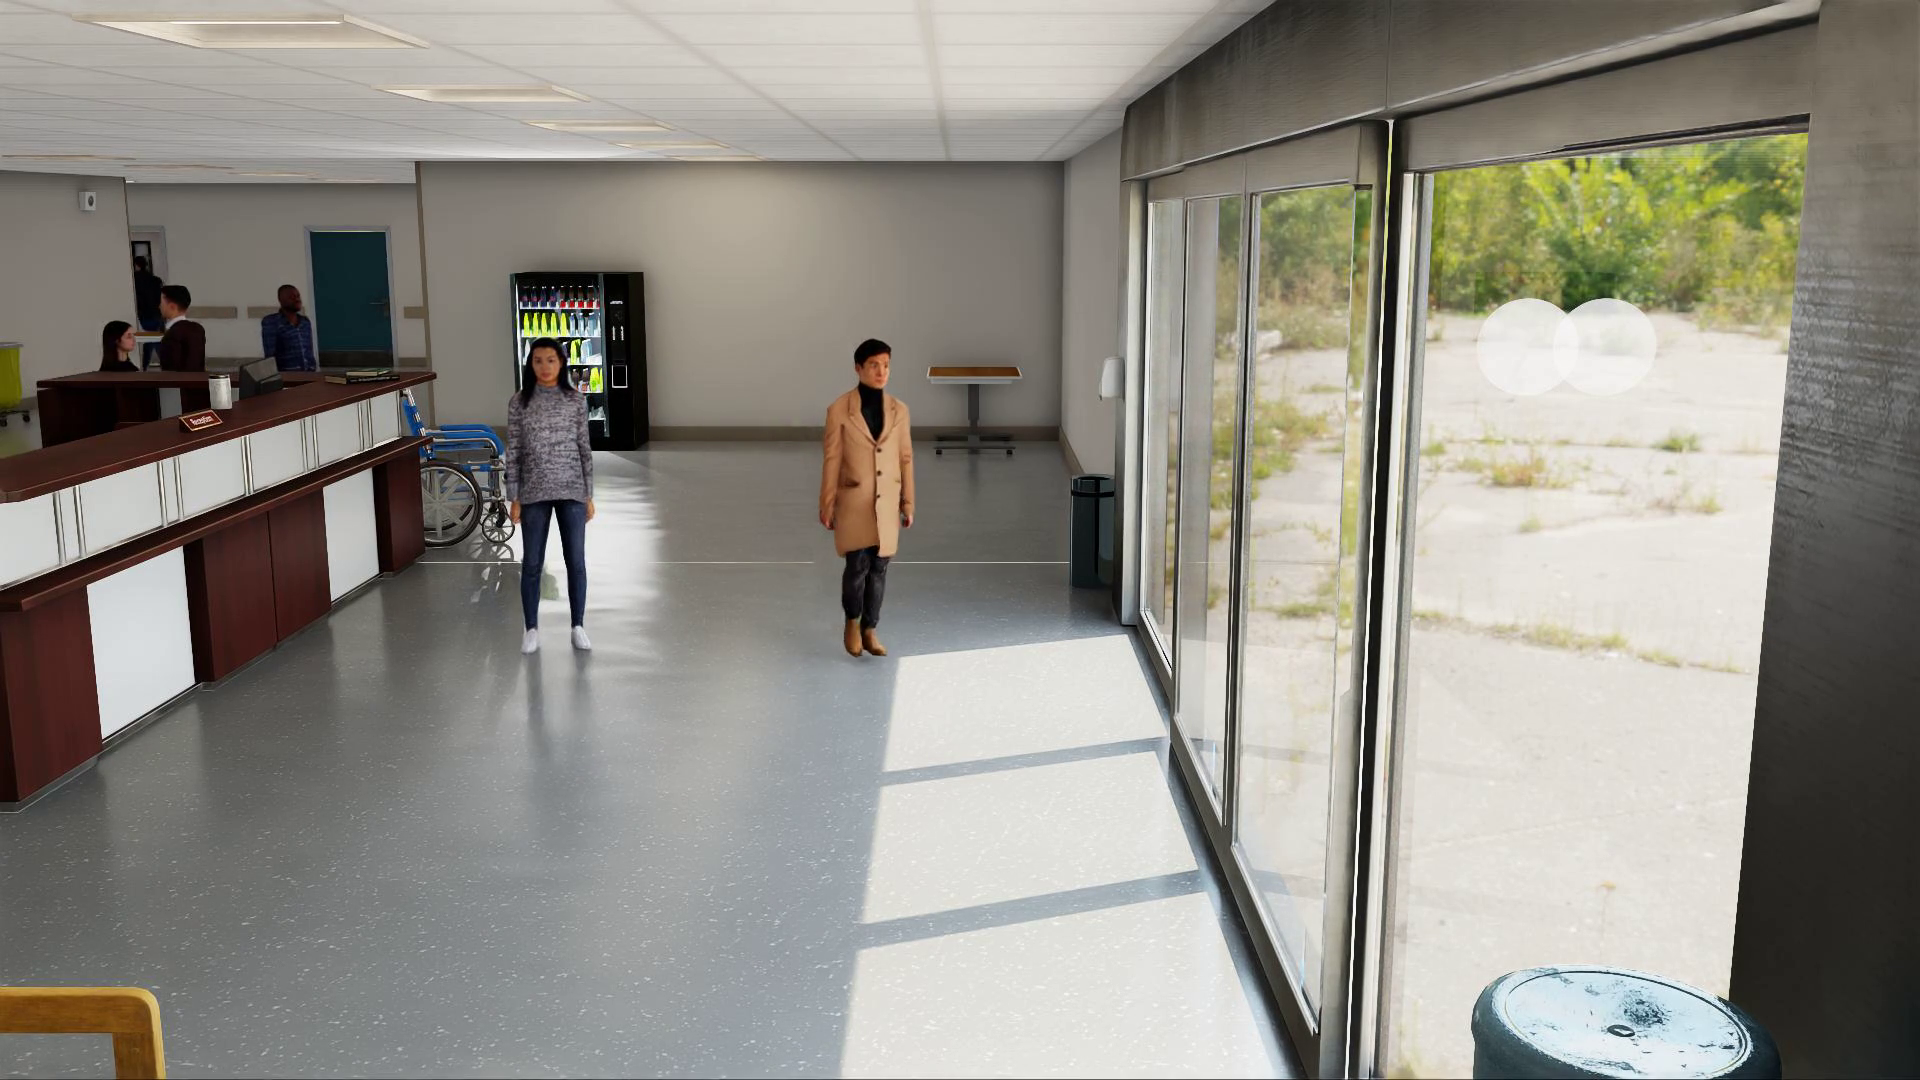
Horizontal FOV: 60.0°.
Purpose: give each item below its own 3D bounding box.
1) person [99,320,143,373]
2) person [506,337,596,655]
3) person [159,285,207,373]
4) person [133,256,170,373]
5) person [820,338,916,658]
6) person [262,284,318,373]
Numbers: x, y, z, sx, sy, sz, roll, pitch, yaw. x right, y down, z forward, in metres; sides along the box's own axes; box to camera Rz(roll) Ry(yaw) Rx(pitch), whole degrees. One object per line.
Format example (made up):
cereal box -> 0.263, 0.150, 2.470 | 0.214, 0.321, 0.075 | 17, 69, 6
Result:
person -> -6.314, -0.815, 12.428 | 1.059, 1.619, 0.781 | -3, 11, -15
person -> -2.239, -0.251, 9.156 | 0.567, 1.731, 0.738 | -3, 11, -17
person -> -6.080, -1.087, 13.227 | 0.880, 1.855, 0.666 | 0, 11, 0
person -> -11.852, -3.212, 24.503 | 1.260, 1.826, 0.916 | 3, 11, 16
person -> -0.532, -0.226, 8.965 | 0.749, 1.711, 0.844 | -5, 12, -24
person -> -5.865, -1.337, 14.615 | 0.779, 1.829, 0.775 | 6, 12, 28
